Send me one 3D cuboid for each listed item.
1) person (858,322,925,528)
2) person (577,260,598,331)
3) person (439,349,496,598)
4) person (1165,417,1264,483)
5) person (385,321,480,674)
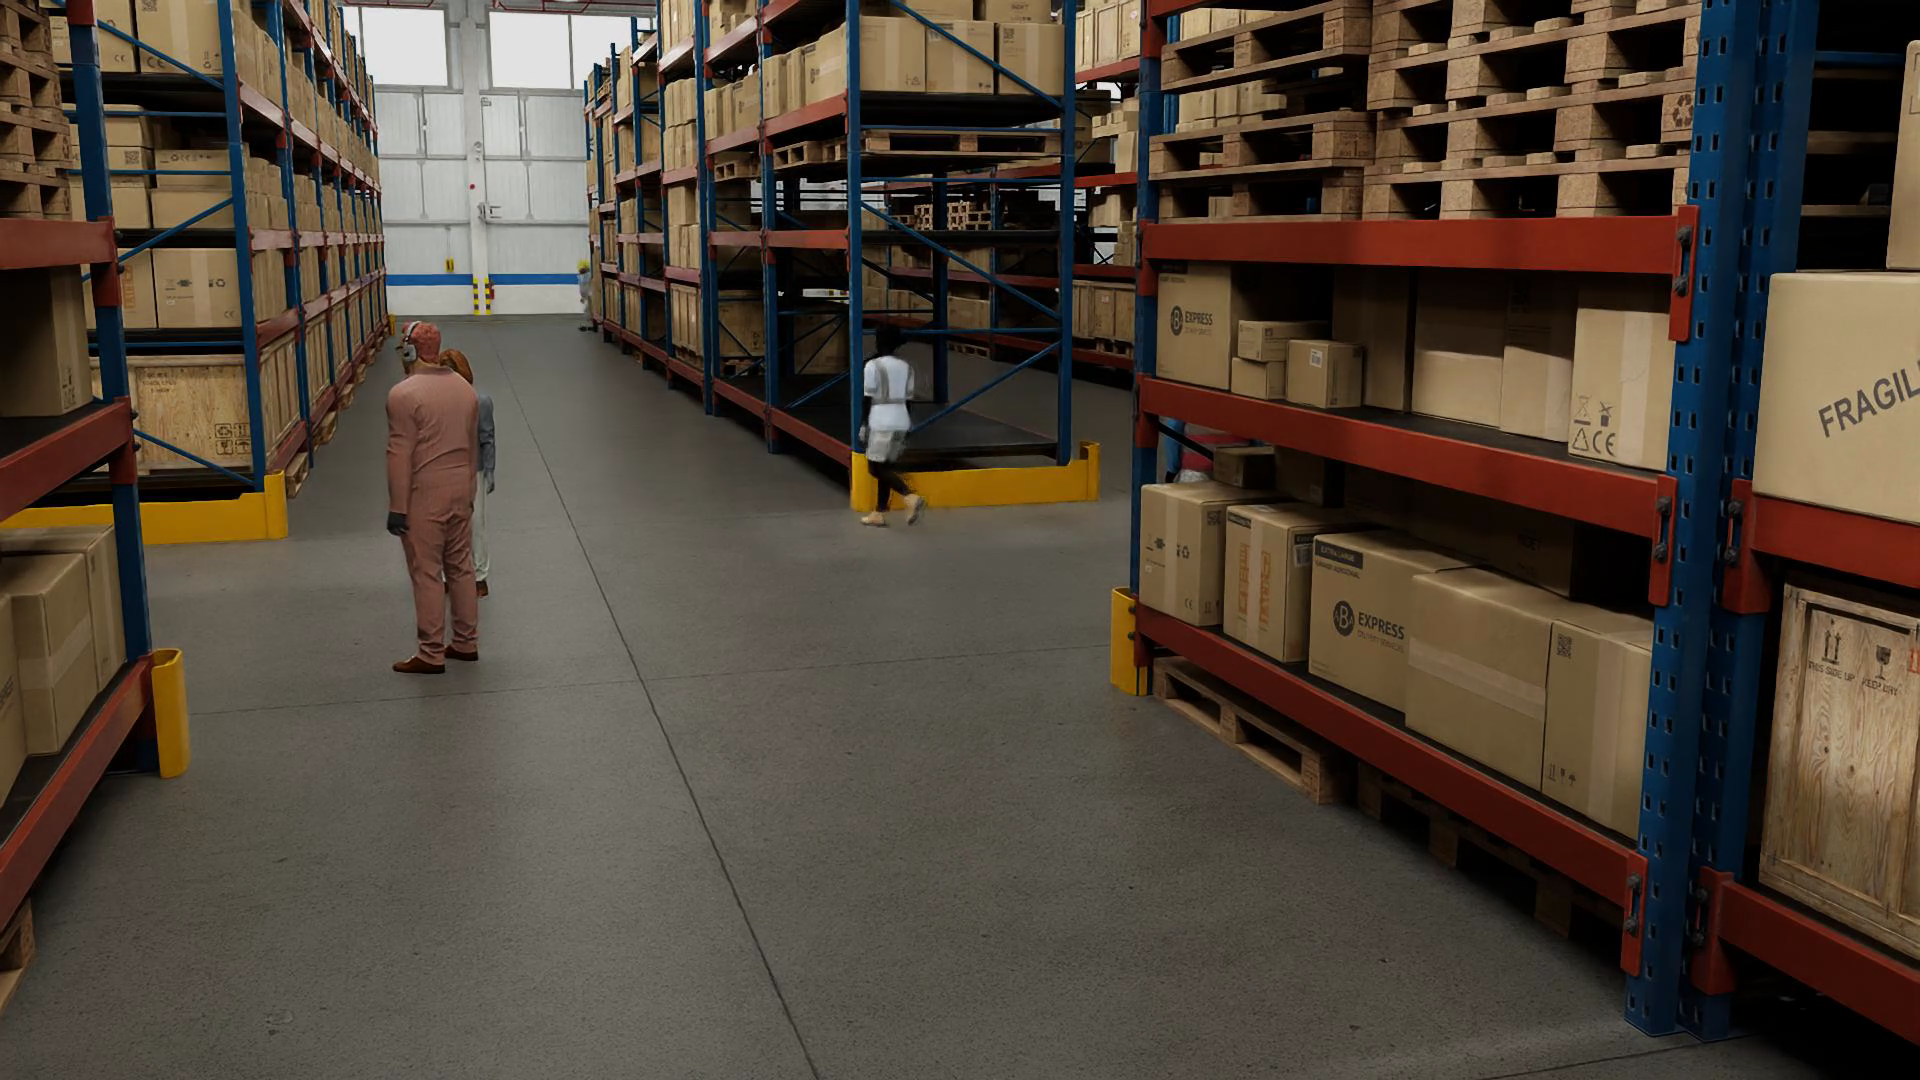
[{"bbox_3d":[-0.521,-0.904,13.331,0.621,1.670,0.545,8,13,36],"label":"person"},{"bbox_3d":[-9.317,-6.071,41.425,0.607,1.763,0.862,8,13,37],"label":"person"},{"bbox_3d":[-3.274,-0.428,10.838,0.498,1.632,0.285,0,10,-2],"label":"person"},{"bbox_3d":[1.595,-0.471,10.501,0.633,1.842,0.429,-1,10,-5],"label":"person"},{"bbox_3d":[-2.880,-0.231,9.042,0.398,1.899,0.647,4,11,20],"label":"person"}]
